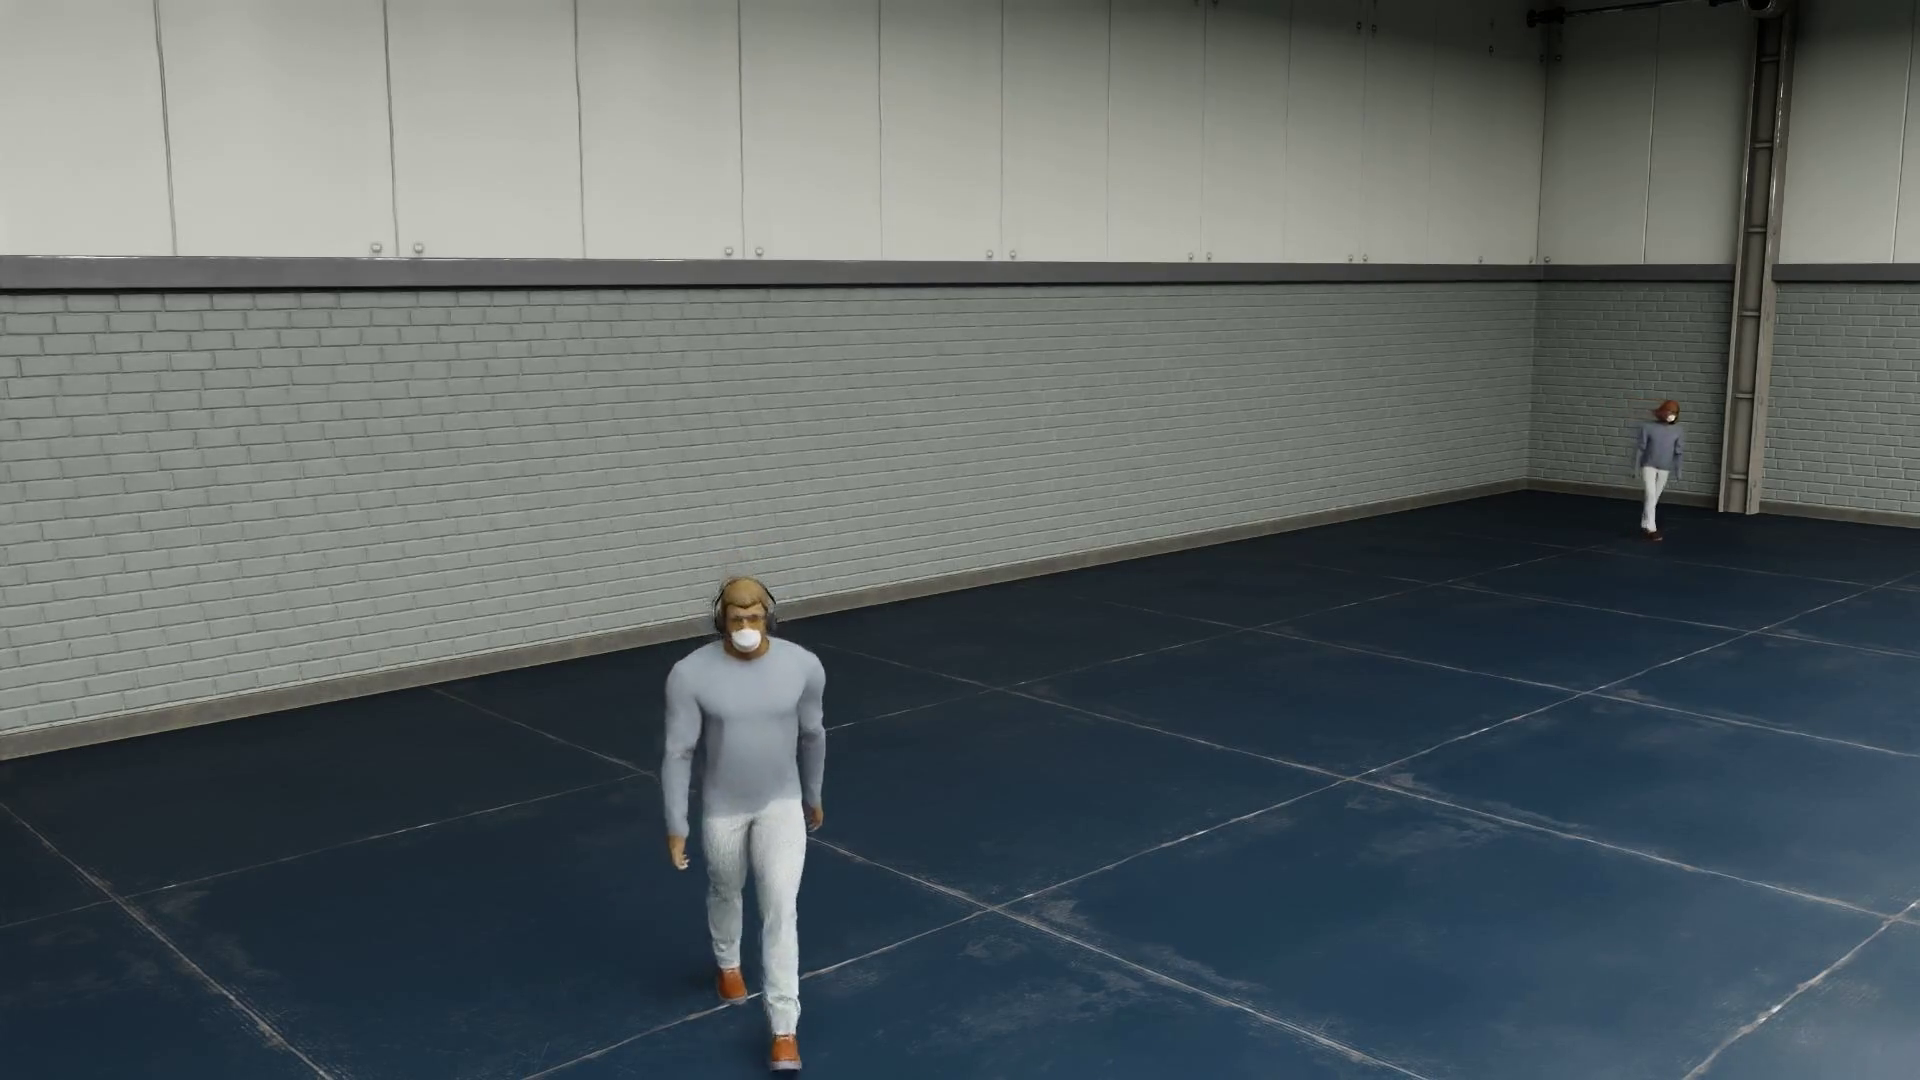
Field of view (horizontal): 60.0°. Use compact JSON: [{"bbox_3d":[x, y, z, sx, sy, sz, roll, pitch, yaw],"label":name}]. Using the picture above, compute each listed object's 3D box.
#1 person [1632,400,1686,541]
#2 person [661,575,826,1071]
[{"bbox_3d":[7.894,-0.783,18.783,0.523,1.589,0.755,0,9,1],"label":"person"},{"bbox_3d":[-0.853,1.050,6.590,0.653,1.880,1.038,-2,9,-11],"label":"person"}]
